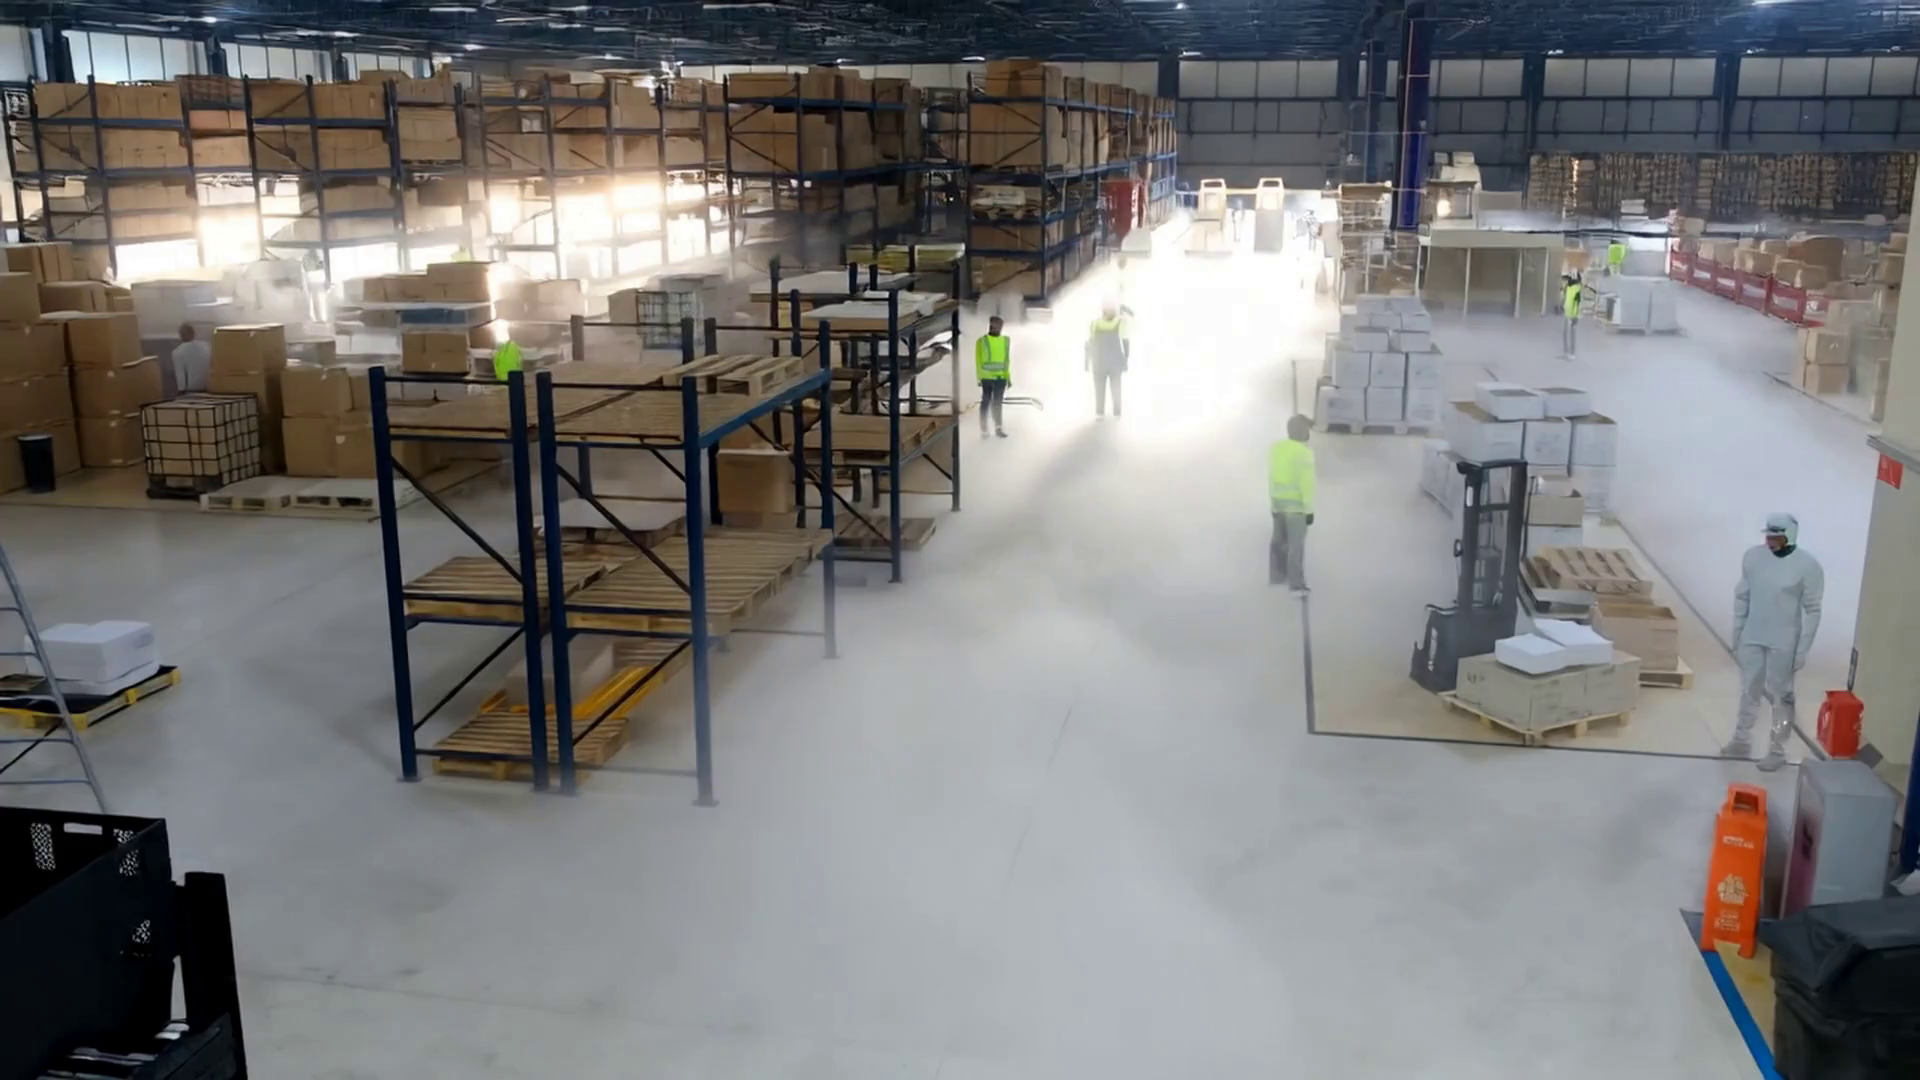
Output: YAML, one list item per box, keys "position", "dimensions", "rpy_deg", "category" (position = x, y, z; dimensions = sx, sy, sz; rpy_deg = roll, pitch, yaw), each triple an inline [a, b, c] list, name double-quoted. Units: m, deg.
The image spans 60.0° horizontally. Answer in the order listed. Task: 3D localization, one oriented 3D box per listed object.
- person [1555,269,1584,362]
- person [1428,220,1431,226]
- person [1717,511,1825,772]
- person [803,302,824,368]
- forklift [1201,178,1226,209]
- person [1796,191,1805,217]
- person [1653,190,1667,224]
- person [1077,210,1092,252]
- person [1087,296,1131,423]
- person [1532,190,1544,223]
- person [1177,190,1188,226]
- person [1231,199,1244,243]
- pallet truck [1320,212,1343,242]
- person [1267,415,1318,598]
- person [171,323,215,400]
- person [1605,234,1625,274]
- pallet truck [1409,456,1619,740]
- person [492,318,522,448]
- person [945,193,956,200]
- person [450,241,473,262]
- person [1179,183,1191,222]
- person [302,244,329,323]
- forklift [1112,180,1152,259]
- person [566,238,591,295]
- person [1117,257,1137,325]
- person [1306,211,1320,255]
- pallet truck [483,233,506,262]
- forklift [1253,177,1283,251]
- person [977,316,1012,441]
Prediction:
- position: [12.416, -4.565, 33.807]
  dimensions: [0.321, 1.876, 0.532]
  rpy_deg: [-4, 14, -16]
  category: "person"
- position: [18.622, -12.338, 65.627]
  dimensions: [0.538, 1.746, 0.539]
  rpy_deg: [1, 14, 3]
  category: "person"
- position: [5.942, 0.730, 12.176]
  dimensions: [0.359, 1.938, 0.632]
  rpy_deg: [-8, 16, -30]
  category: "person"
- position: [-2.853, -4.120, 32.571]
  dimensions: [0.533, 1.588, 0.853]
  rpy_deg: [7, 15, 26]
  category: "person"
- position: [9.763, -12.586, 64.305]
  dimensions: [1.129, 2.768, 1.873]
  rpy_deg: [3, 14, 10]
  category: "forklift"
- position: [40.038, -15.767, 79.392]
  dimensions: [0.690, 1.827, 0.566]
  rpy_deg: [4, 14, 15]
  category: "person"
- position: [32.341, -15.189, 76.829]
  dimensions: [0.614, 1.932, 0.482]
  rpy_deg: [2, 14, 9]
  category: "person"
- position: [4.524, -10.900, 59.514]
  dimensions: [1.036, 1.880, 0.559]
  rpy_deg: [2, 14, 9]
  category: "person"
- position: [2.369, -2.907, 26.736]
  dimensions: [0.680, 2.000, 0.535]
  rpy_deg: [7, 15, 25]
  category: "person"
- position: [28.142, -16.142, 80.991]
  dimensions: [0.975, 1.776, 0.602]
  rpy_deg: [2, 14, 7]
  category: "person"
- position: [10.988, -16.392, 82.139]
  dimensions: [0.525, 1.719, 0.913]
  rpy_deg: [2, 14, 9]
  category: "person"
- position: [11.605, -13.370, 69.695]
  dimensions: [0.419, 1.817, 0.583]
  rpy_deg: [-11, 18, -39]
  category: "person"
- position: [15.874, -13.227, 70.310]
  dimensions: [0.680, 1.201, 1.601]
  rpy_deg: [10, 17, 35]
  category: "pallet truck"
- position: [3.352, -0.342, 16.739]
  dimensions: [0.430, 1.841, 0.623]
  rpy_deg: [-8, 16, -30]
  category: "person"
- position: [-11.009, -2.183, 24.100]
  dimensions: [0.681, 1.895, 0.492]
  rpy_deg: [-10, 17, -36]
  category: "person"
- position: [19.433, -8.273, 49.378]
  dimensions: [0.527, 1.617, 0.463]
  rpy_deg: [2, 14, 10]
  category: "person"
- position: [4.504, 0.400, 13.395]
  dimensions: [0.823, 1.965, 1.885]
  rpy_deg: [-6, 15, -23]
  category: "pallet truck"
- position: [-6.701, -2.324, 24.599]
  dimensions: [0.586, 1.928, 0.369]
  rpy_deg: [13, 19, 42]
  category: "person"
- position: [-0.508, -19.014, 92.536]
  dimensions: [0.609, 1.863, 1.067]
  rpy_deg: [0, 14, -2]
  category: "person"
- position: [-12.895, -6.837, 43.129]
  dimensions: [0.659, 1.828, 0.638]
  rpy_deg: [11, 18, 38]
  category: "person"
- position: [11.566, -17.354, 85.520]
  dimensions: [0.664, 1.968, 0.726]
  rpy_deg: [2, 14, 7]
  category: "person"
- position: [-15.709, -6.254, 40.601]
  dimensions: [0.587, 1.911, 0.397]
  rpy_deg: [-7, 15, -26]
  category: "person"
- position: [6.082, -11.722, 60.796]
  dimensions: [1.873, 2.768, 1.129]
  rpy_deg: [2, 14, 9]
  category: "forklift"
- position: [-9.527, -6.535, 41.580]
  dimensions: [0.611, 1.985, 0.393]
  rpy_deg: [-3, 14, -12]
  category: "person"
- position: [3.932, -5.895, 39.603]
  dimensions: [0.438, 1.684, 0.541]
  rpy_deg: [3, 14, 13]
  category: "person"
- position: [13.382, -11.662, 63.082]
  dimensions: [0.542, 1.651, 0.881]
  rpy_deg: [2, 14, 8]
  category: "person"
- position: [-11.832, -7.026, 43.548]
  dimensions: [1.885, 1.965, 0.823]
  rpy_deg: [8, 16, 28]
  category: "pallet truck"
- position: [12.083, -12.747, 64.956]
  dimensions: [1.129, 2.768, 1.873]
  rpy_deg: [3, 14, 10]
  category: "forklift"
- position: [0.519, -2.453, 25.212]
  dimensions: [0.585, 1.882, 0.337]
  rpy_deg: [-8, 16, -29]
  category: "person"
